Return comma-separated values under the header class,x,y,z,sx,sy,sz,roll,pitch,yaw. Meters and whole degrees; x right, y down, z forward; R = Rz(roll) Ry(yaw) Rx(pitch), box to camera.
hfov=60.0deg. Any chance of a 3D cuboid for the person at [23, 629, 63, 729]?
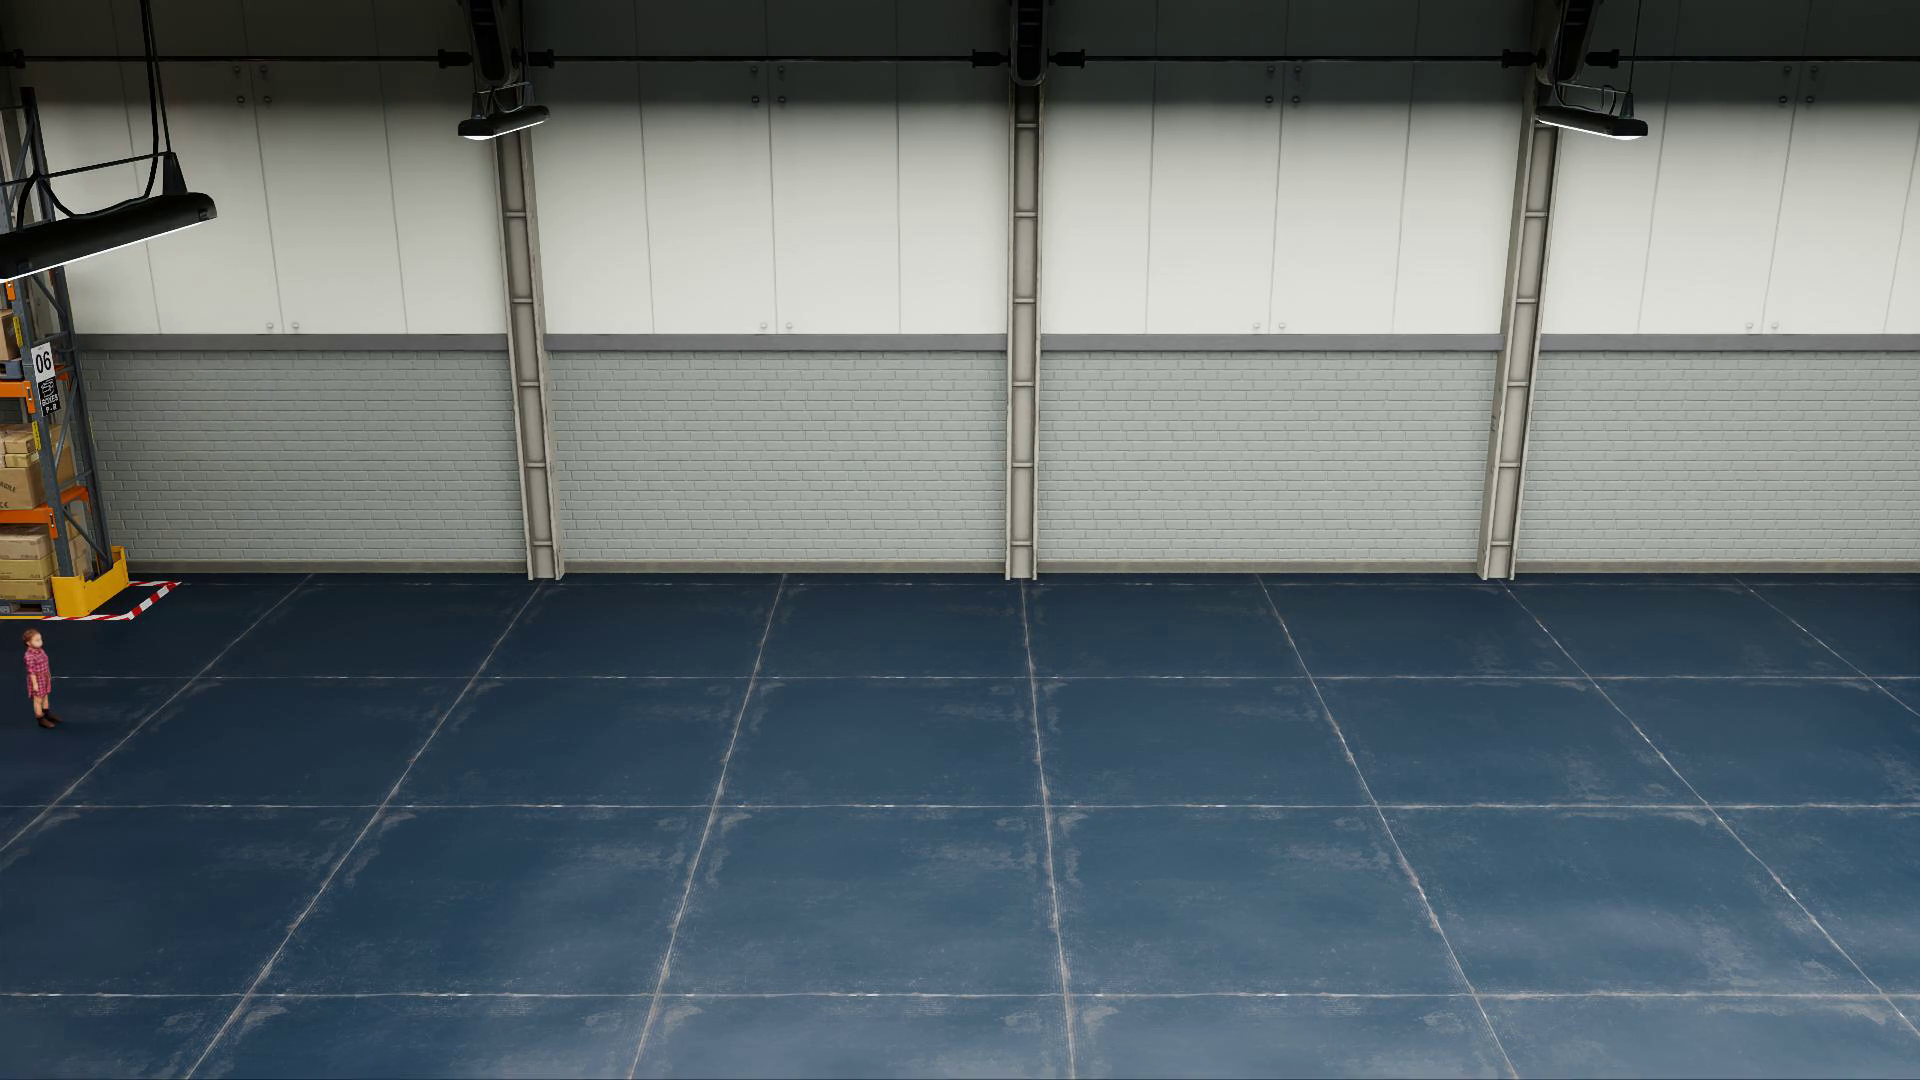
class,x,y,z,sx,sy,sz,roll,pitch,yaw
person,-9.186,1.363,16.584,0.430,1.022,0.429,0,18,-1
